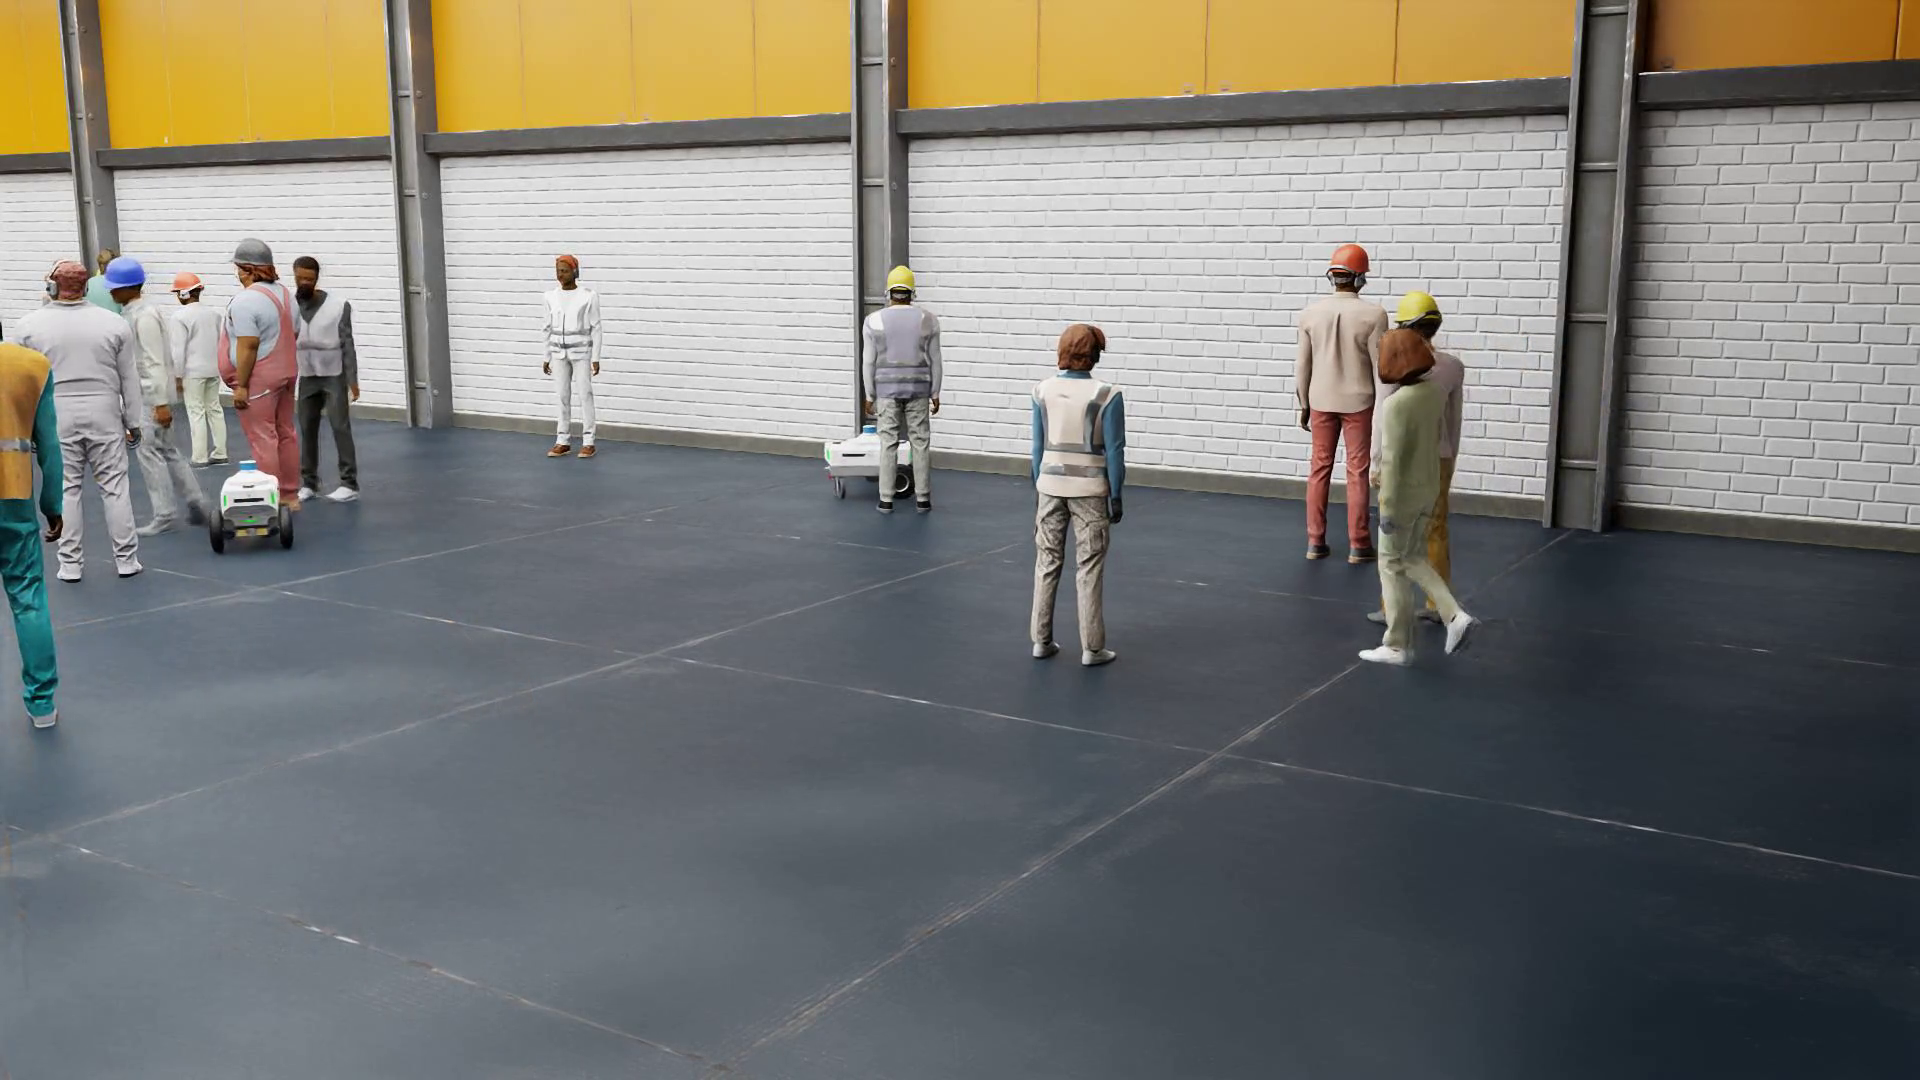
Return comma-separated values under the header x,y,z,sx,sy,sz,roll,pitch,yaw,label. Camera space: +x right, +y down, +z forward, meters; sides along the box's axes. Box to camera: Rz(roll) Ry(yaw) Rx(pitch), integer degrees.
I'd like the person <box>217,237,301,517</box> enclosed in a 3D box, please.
x,y,z,sx,sy,sz,roll,pitch,yaw,label
-5.156,-1.185,12.196,0.538,2.000,0.684,1,10,8,person

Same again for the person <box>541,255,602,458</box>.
x,y,z,sx,sy,sz,roll,pitch,yaw,label
-3.623,-1.704,15.504,0.585,1.882,0.344,2,10,13,person

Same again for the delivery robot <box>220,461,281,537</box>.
x,y,z,sx,sy,sz,roll,pitch,yaw,label
-4.718,-0.286,11.071,0.477,0.478,0.707,-4,11,-20,delivery robot

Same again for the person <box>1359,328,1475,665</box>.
x,y,z,sx,sy,sz,roll,pitch,yaw,label
2.147,-0.188,7.823,0.442,1.614,0.517,10,14,43,person

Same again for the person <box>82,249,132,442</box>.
x,y,z,sx,sy,sz,roll,pitch,yaw,label
-8.465,-1.936,16.653,0.627,1.936,0.375,2,10,10,person

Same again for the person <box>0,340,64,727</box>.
x,y,z,sx,sy,sz,roll,pitch,yaw,label
-3.986,-0.145,6.809,0.592,1.911,0.389,-8,13,-39,person

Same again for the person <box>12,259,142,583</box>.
x,y,z,sx,sy,sz,roll,pitch,yaw,label
-5.225,-0.705,9.896,0.652,1.910,0.402,-6,12,-30,person

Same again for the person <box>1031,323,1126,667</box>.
x,y,z,sx,sy,sz,roll,pitch,yaw,label
0.555,-0.214,7.962,0.510,1.630,0.318,7,12,33,person

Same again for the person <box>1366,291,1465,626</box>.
x,y,z,sx,sy,sz,roll,pitch,yaw,label
2.380,-0.417,8.732,0.528,1.760,0.340,-3,11,-17,person

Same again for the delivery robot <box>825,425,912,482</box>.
x,y,z,sx,sy,sz,roll,pitch,yaw,label
-0.718,-0.666,13.177,0.707,0.478,0.477,0,10,-2,delivery robot

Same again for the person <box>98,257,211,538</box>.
x,y,z,sx,sy,sz,roll,pitch,yaw,label
-5.502,-0.981,11.447,0.667,1.913,0.661,-6,12,-32,person

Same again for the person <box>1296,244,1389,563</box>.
x,y,z,sx,sy,sz,roll,pitch,yaw,label
2.419,-0.853,10.481,0.611,1.996,0.378,7,12,33,person

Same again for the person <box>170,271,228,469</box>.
x,y,z,sx,sy,sz,roll,pitch,yaw,label
-6.797,-1.506,14.797,0.350,1.744,0.566,3,11,15,person

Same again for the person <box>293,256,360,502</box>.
x,y,z,sx,sy,sz,roll,pitch,yaw,label
-4.963,-1.239,12.891,0.675,1.906,0.474,0,10,-2,person

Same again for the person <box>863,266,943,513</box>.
x,y,z,sx,sy,sz,roll,pitch,yaw,label
-0.425,-1.106,12.332,0.590,1.833,0.404,-1,10,-6,person
